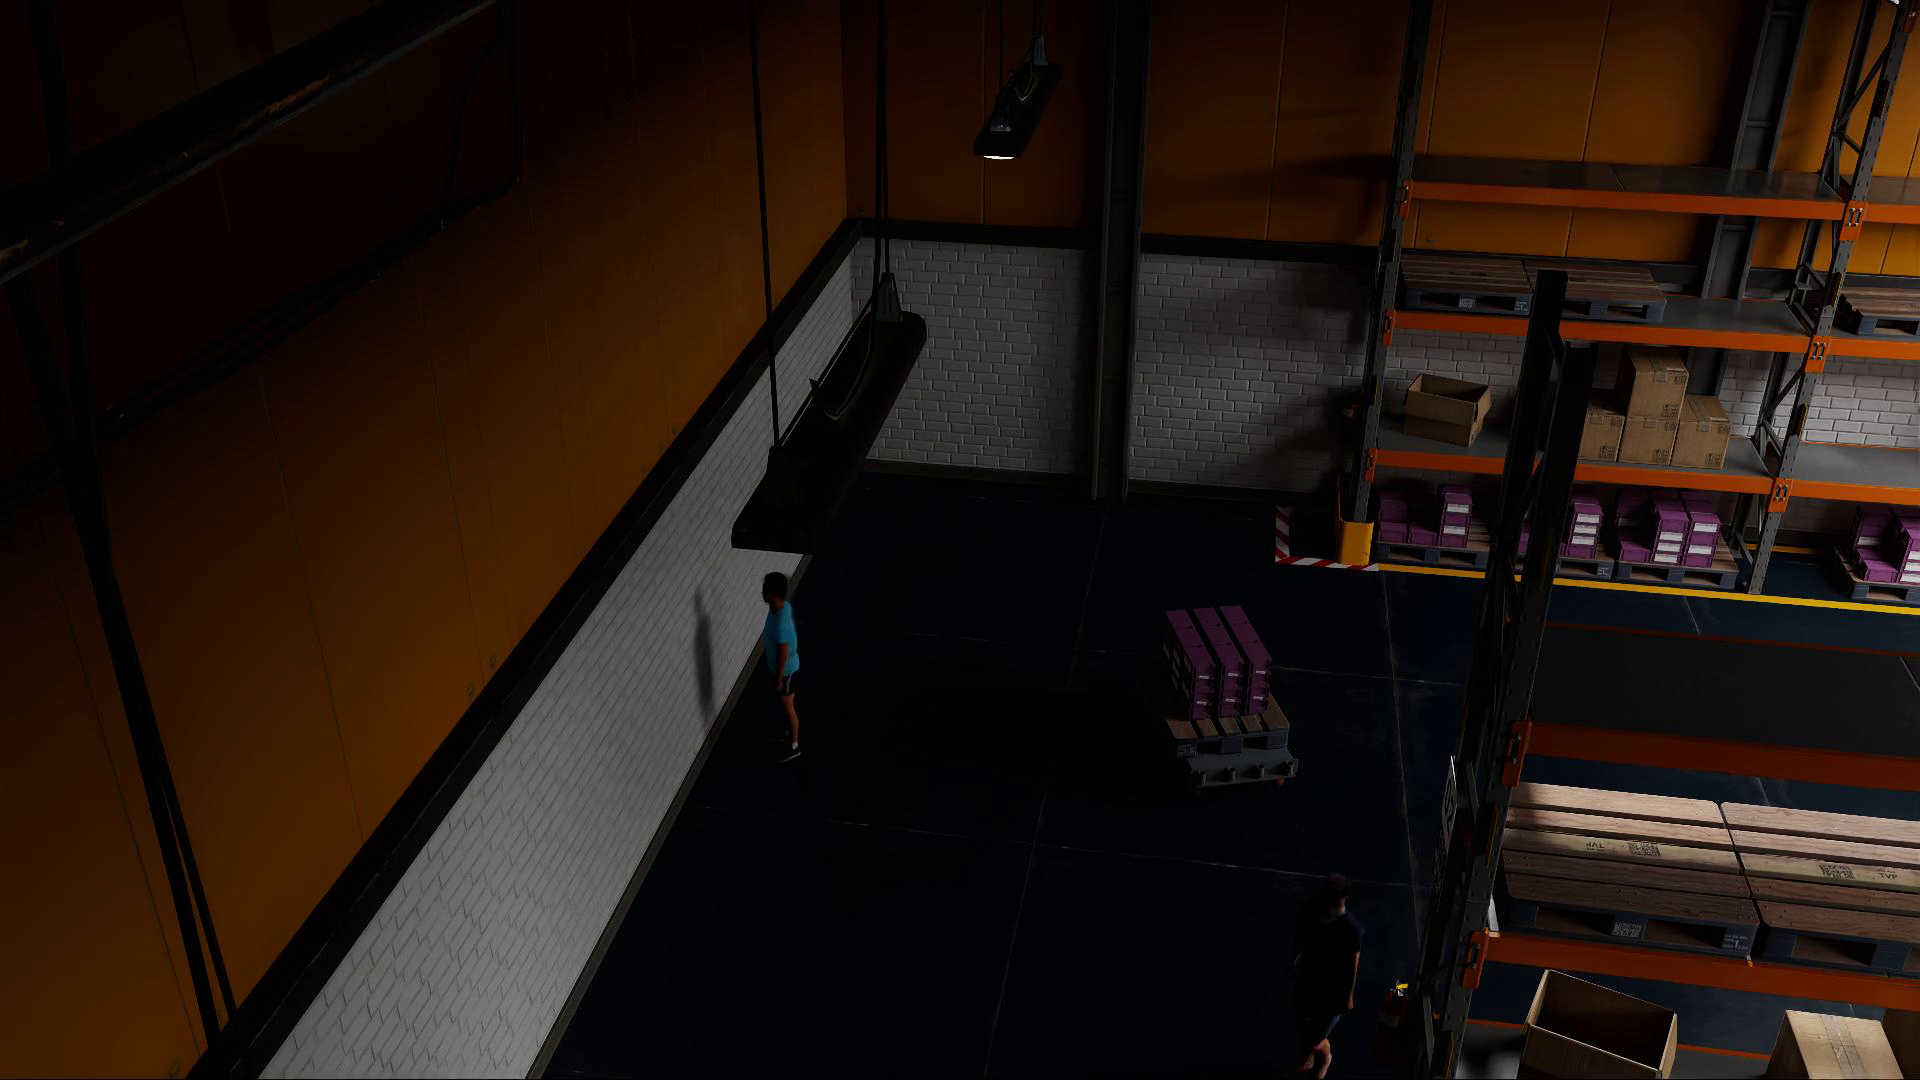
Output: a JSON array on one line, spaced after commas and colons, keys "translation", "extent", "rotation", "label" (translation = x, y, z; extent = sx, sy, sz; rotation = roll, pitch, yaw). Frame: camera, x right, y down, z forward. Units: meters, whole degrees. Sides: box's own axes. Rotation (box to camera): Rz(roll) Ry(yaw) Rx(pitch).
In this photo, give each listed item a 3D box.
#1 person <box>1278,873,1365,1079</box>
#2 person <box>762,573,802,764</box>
[{"translation": [2.433, 2.857, 10.863], "extent": [0.853, 1.825, 0.788], "rotation": [-18, 33, -29], "label": "person"}, {"translation": [-1.493, 1.071, 14.194], "extent": [0.674, 1.770, 0.710], "rotation": [-7, 29, -13], "label": "person"}]
